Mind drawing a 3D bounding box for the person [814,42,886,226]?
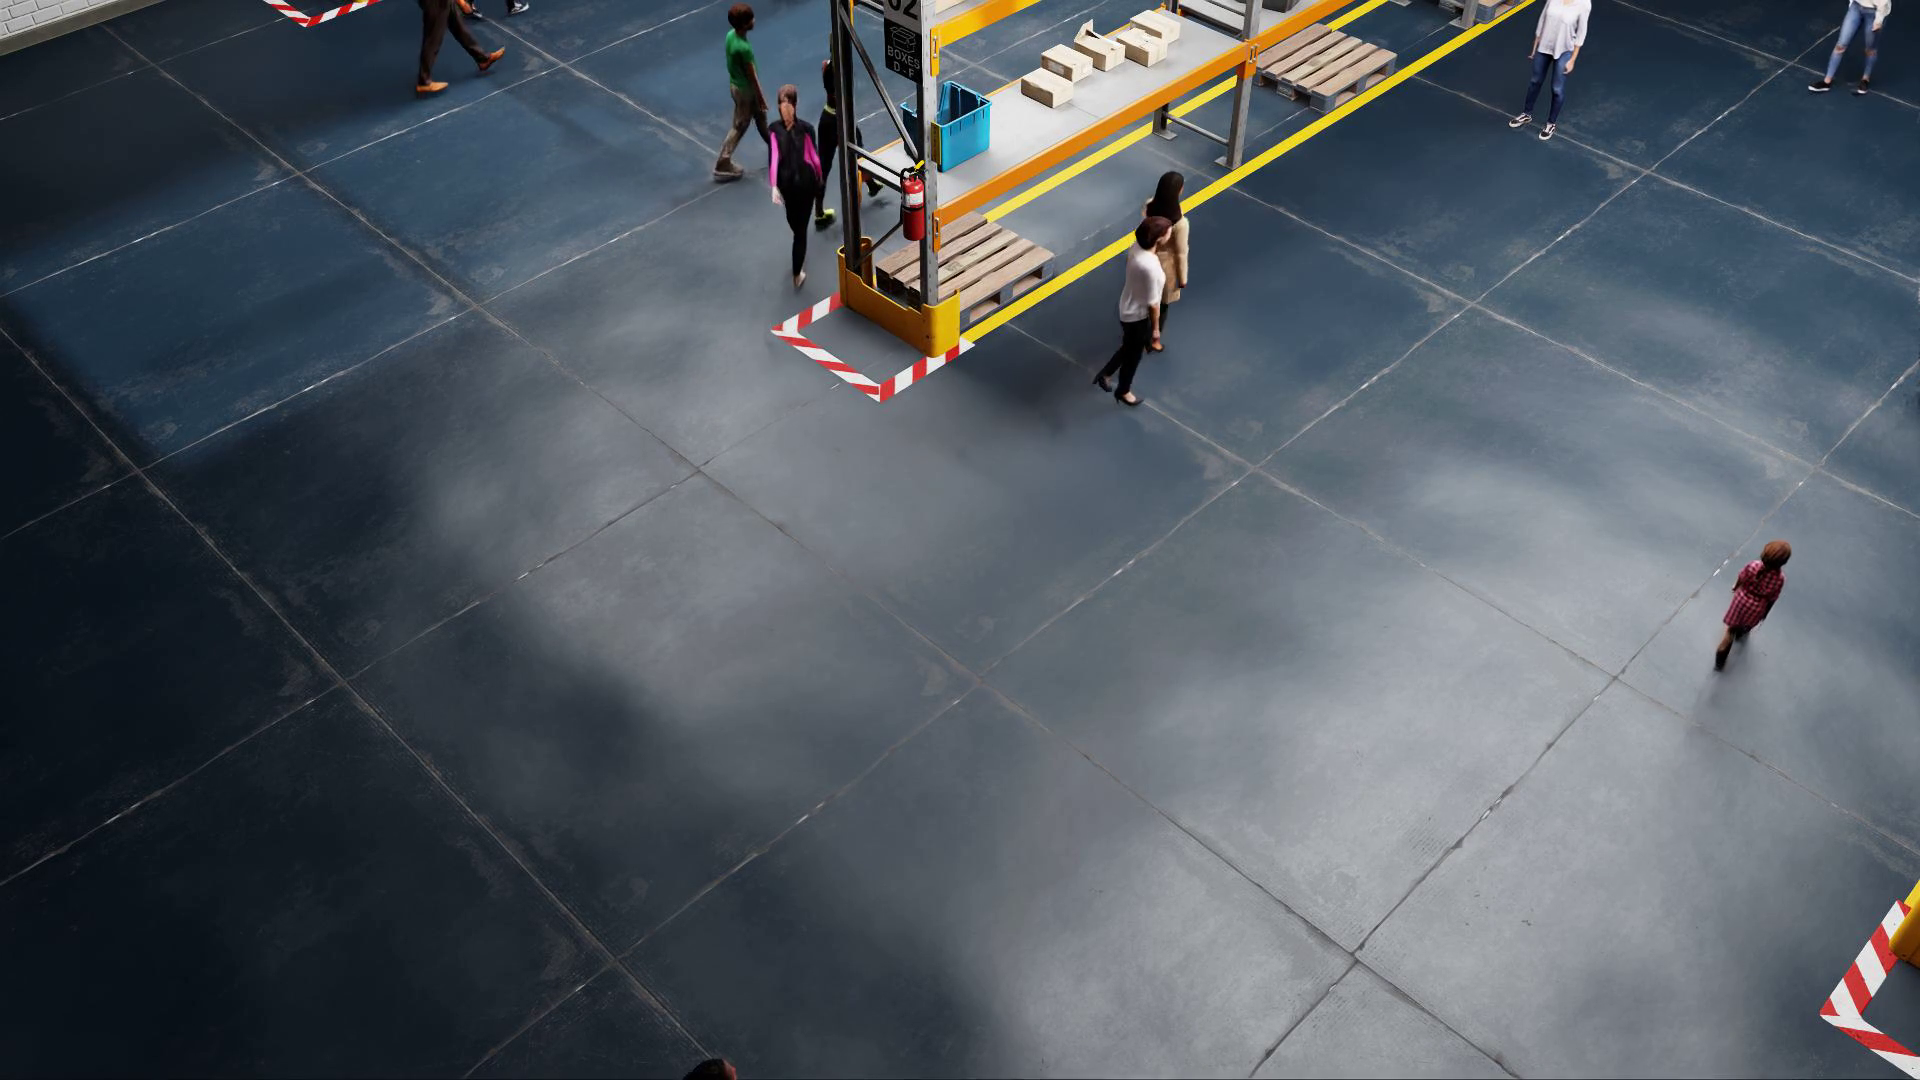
[{"bbox_3d":[-1.130,-3.531,14.487,0.705,1.706,1.146,25,49,24],"label":"person"}]

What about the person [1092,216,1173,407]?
[{"bbox_3d":[1.235,-1.665,12.485,0.877,1.767,0.820,-8,44,-8],"label":"person"}]

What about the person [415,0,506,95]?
[{"bbox_3d":[-5.194,-5.215,16.145,1.310,1.859,0.916,-22,48,-22],"label":"person"}]

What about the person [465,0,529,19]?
[{"bbox_3d":[-5.050,-6.090,17.516,0.997,1.233,0.783,-12,45,-13],"label":"person"}]

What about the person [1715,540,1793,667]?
[{"bbox_3d":[5.145,0.413,10.857,0.514,1.002,0.758,26,49,24],"label":"person"}]

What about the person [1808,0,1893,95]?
[{"bbox_3d":[8.891,-5.132,16.201,0.941,1.660,0.781,-22,48,-21],"label":"person"}]

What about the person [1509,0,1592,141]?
[{"bbox_3d":[5.626,-4.638,15.645,0.573,1.712,0.624,-33,53,-30],"label":"person"}]

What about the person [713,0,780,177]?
[{"bbox_3d":[-2.028,-4.033,15.086,1.165,1.606,0.922,-13,45,-13],"label":"person"}]

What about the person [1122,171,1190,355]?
[{"bbox_3d":[1.503,-2.096,13.005,0.802,1.673,0.728,-27,50,-26],"label":"person"}]

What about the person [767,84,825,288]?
[{"bbox_3d":[-1.376,-2.896,13.825,0.983,1.701,1.151,6,44,7],"label":"person"}]
